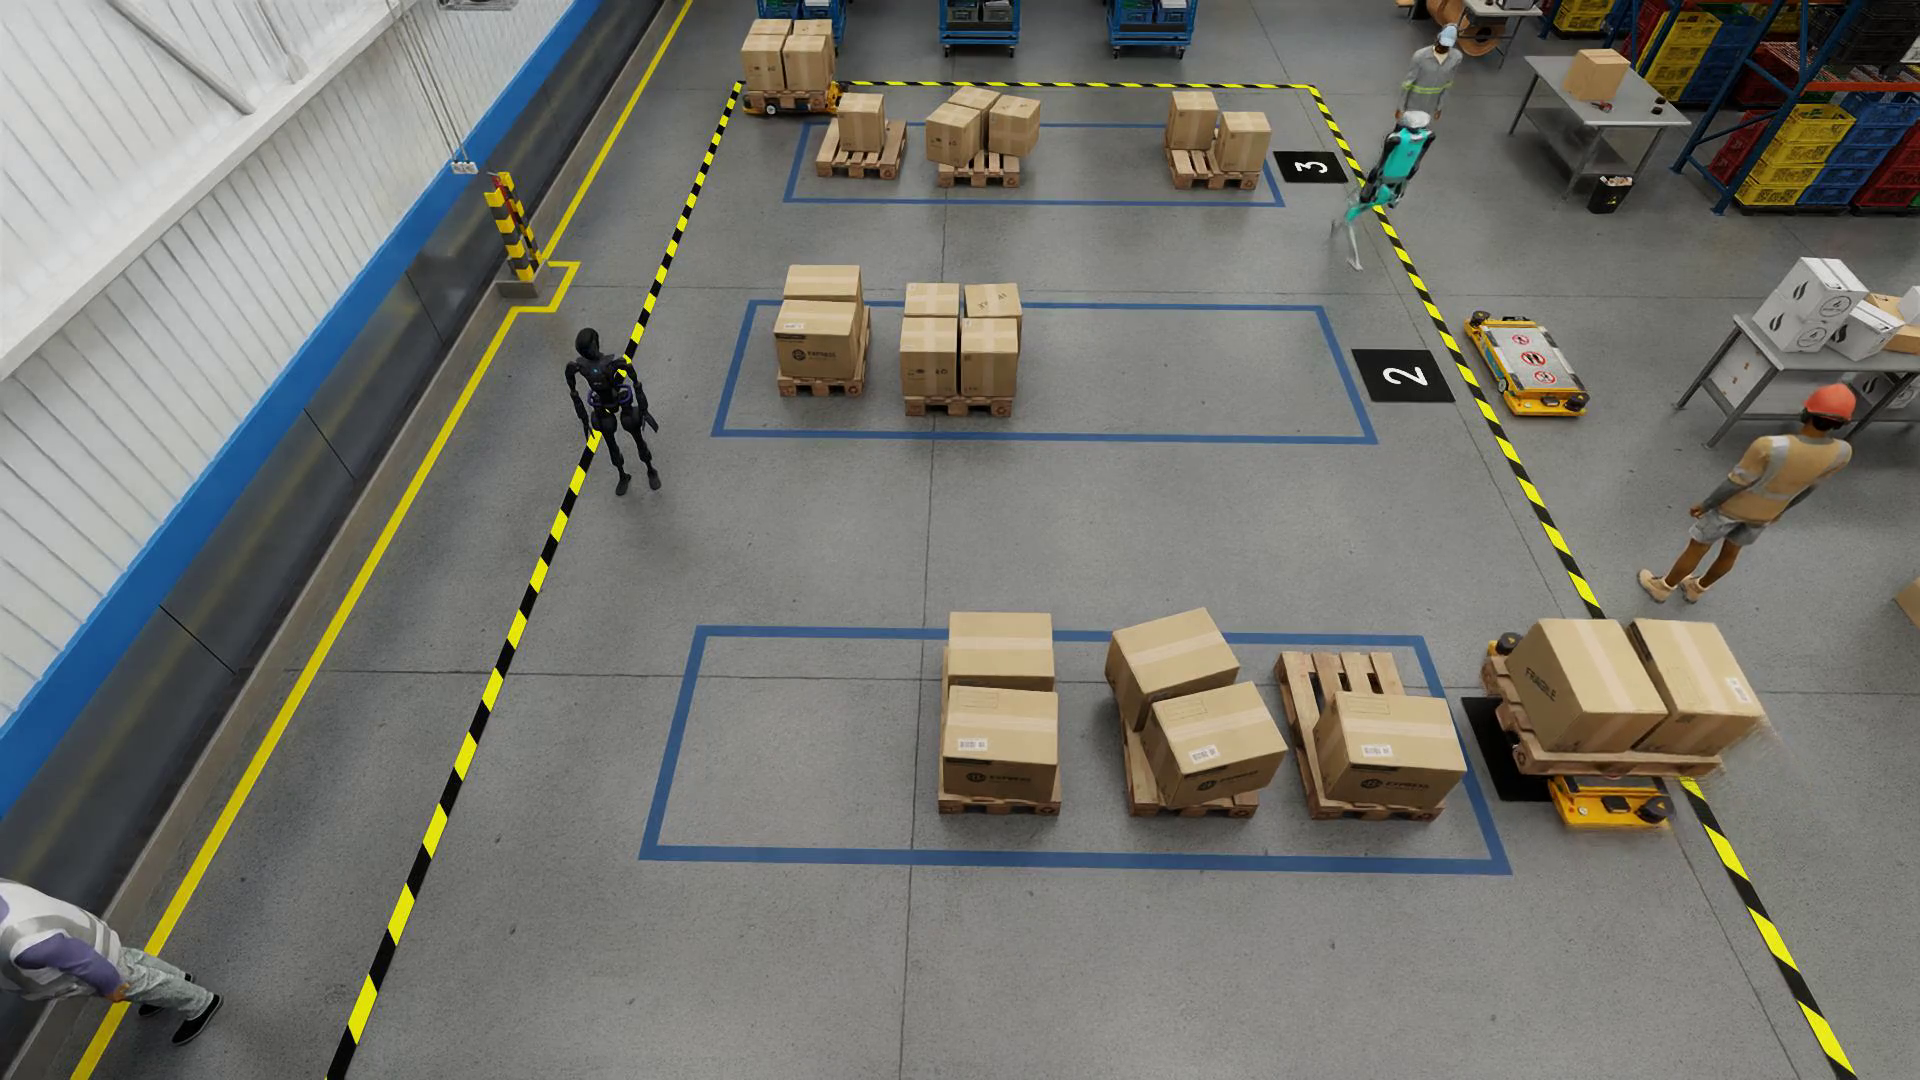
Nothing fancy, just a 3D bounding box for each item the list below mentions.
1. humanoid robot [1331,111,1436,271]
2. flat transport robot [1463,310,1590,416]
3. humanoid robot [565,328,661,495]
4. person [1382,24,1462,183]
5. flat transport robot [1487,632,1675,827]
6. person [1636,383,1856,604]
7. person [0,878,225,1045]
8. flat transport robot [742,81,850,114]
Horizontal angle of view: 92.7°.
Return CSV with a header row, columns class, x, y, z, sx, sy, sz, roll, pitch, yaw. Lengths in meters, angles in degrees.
class,x,y,z,sx,sy,sz,roll,pitch,yaw
humanoid robot,4.430,-3.890,9.938,0.557,1.766,0.964,-12,50,-10
flat transport robot,5.573,-1.757,9.054,0.659,0.231,1.431,1,49,1
humanoid robot,-2.808,-1.031,7.487,0.599,1.653,0.315,-8,50,-7
person,5.531,-5.212,11.002,0.588,1.846,0.407,0,49,0
flat transport robot,4.303,1.283,6.404,0.652,0.197,1.431,1,49,1
person,5.648,-0.271,6.602,0.607,2.034,0.400,4,49,4
person,-4.492,2.141,4.647,0.599,1.827,0.404,23,53,19
flat transport robot,-2.308,-6.258,12.931,1.431,0.197,0.652,1,49,1
